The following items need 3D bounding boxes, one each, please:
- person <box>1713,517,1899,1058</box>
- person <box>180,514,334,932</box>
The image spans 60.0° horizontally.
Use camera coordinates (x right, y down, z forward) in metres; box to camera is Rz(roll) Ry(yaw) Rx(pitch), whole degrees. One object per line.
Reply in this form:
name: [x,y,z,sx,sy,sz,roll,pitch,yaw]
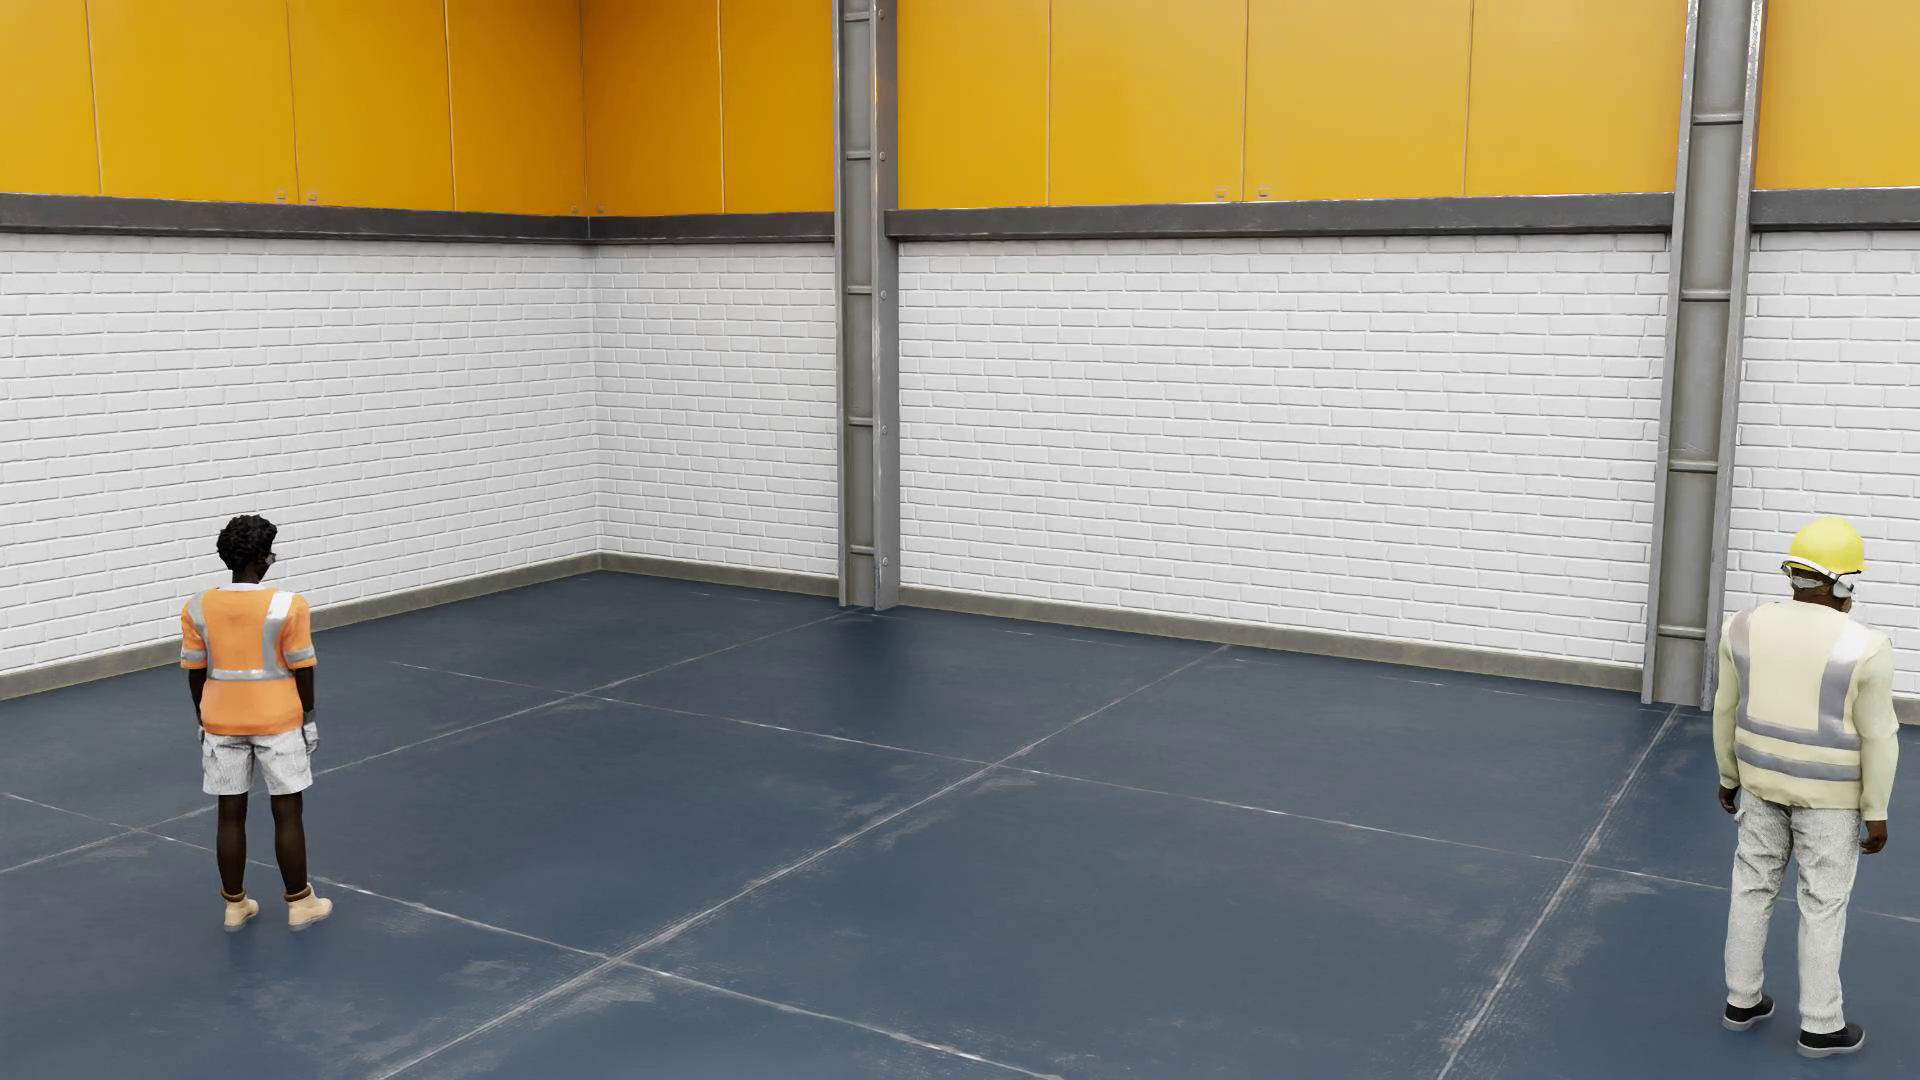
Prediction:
person: [2.886,0.830,5.686,0.403,1.830,0.599,-7,11,-35]
person: [-2.829,0.742,6.681,0.536,1.690,0.325,0,9,3]
